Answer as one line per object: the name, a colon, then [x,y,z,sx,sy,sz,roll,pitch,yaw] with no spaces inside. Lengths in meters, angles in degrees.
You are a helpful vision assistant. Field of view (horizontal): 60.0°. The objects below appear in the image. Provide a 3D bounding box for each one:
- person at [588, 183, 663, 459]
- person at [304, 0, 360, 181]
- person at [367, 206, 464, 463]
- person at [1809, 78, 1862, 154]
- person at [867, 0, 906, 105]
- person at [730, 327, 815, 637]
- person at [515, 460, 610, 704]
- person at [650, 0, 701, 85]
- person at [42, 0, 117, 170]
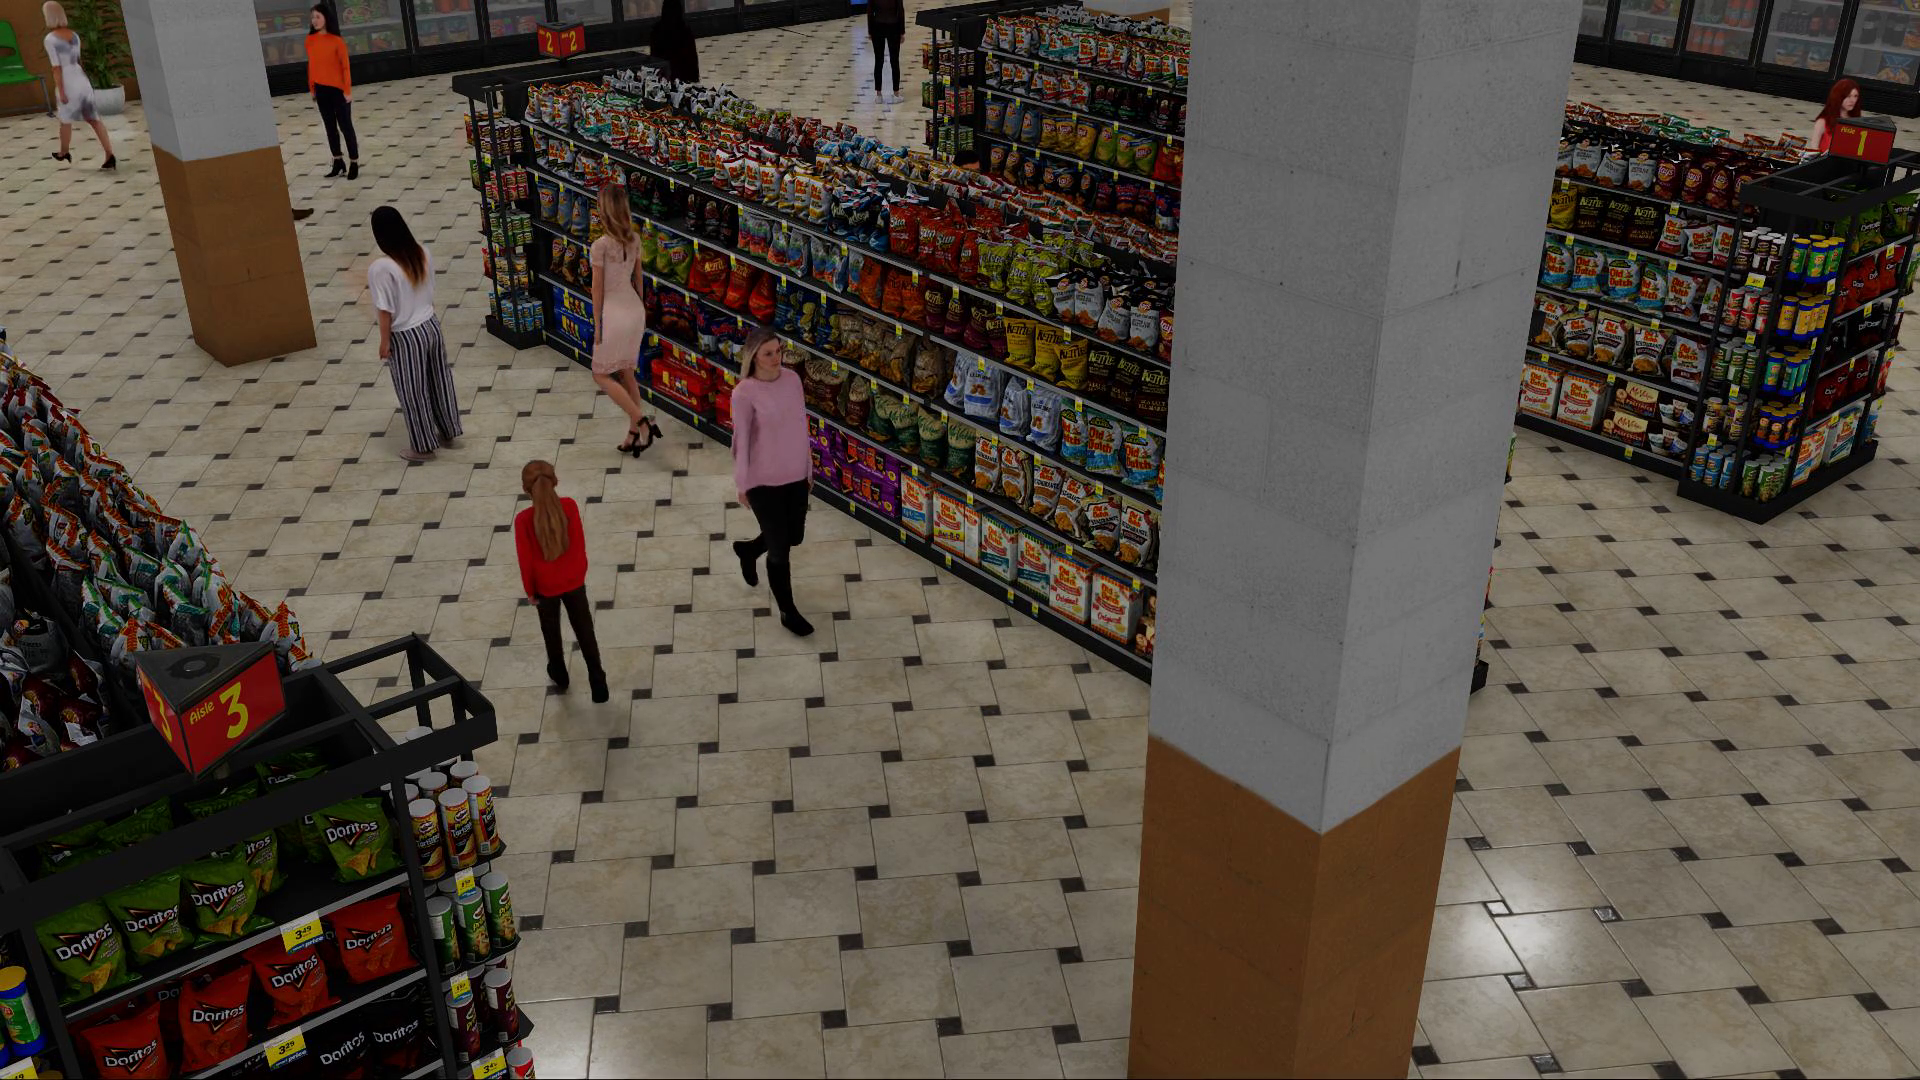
person: [-2.104,-1.338,10.571,0.784,1.816,0.659,20,33,34]
person: [-6.453,-4.620,17.118,0.686,1.748,0.779,8,28,16]
person: [-3.530,-1.332,10.709,0.762,1.681,0.771,13,30,24]
person: [6.959,-2.807,13.455,0.646,1.828,0.612,-10,28,-18]
person: [-0.906,-6.200,20.283,0.655,1.704,0.726,3,27,6]
person: [-1.014,-0.341,8.766,0.624,1.672,0.956,-22,34,-37]
person: [-1.936,0.218,8.107,0.587,1.270,0.846,-15,31,-27]
person: [-3.040,-4.798,17.471,0.805,1.747,0.881,12,29,22]
person: [-9.126,-4.656,17.247,1.172,1.696,0.901,12,29,22]
